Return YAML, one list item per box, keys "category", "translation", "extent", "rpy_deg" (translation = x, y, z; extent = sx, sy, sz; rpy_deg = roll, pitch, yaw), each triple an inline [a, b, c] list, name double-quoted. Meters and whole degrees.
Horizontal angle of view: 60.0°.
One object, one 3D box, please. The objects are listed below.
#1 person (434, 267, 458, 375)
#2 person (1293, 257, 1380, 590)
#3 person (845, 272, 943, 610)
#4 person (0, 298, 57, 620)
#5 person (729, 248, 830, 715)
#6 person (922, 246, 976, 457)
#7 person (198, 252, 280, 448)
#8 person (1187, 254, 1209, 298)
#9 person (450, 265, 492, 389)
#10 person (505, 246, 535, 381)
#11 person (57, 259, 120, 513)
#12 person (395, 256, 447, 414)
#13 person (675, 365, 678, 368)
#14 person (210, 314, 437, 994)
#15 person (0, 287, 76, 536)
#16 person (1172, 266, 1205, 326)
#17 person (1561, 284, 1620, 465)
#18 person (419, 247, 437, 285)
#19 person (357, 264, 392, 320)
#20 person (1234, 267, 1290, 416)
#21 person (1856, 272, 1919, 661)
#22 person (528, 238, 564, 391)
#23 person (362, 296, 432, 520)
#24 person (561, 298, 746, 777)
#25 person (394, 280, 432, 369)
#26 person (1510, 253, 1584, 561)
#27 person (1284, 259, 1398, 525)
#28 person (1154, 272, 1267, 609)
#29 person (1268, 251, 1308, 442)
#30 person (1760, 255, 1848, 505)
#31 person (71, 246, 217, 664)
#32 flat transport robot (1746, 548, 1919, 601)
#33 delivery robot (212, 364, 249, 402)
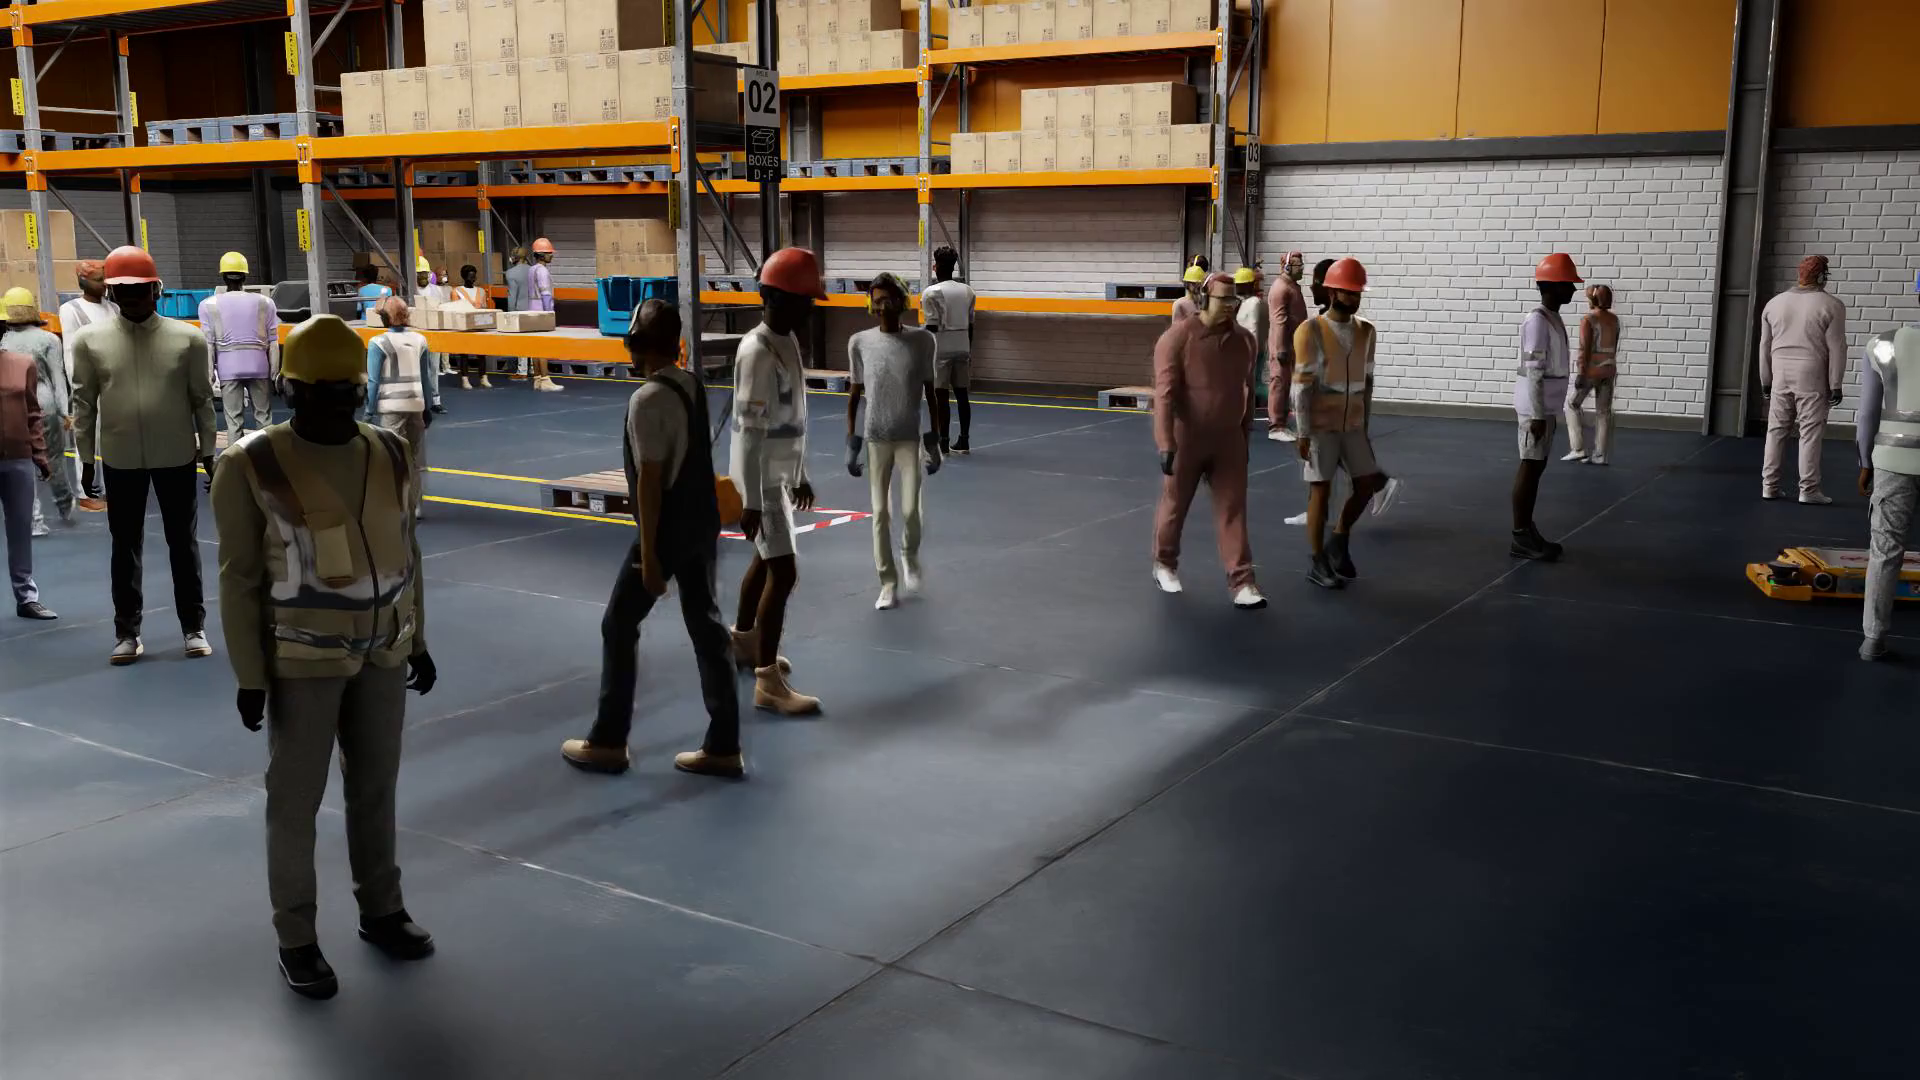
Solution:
- category: "person"
  translation: [-7.787, -3.285, 24.992]
  extent: [0.282, 1.626, 0.491]
  rpy_deg: [4, 11, 23]
- category: "person"
  translation: [2.182, -0.664, 9.634]
  extent: [0.552, 1.921, 0.405]
  rpy_deg: [-3, 11, -17]
- category: "person"
  translation: [-0.372, -0.549, 9.193]
  extent: [0.542, 1.853, 0.440]
  rpy_deg: [1, 10, 4]
- category: "person"
  translation: [-5.034, -0.418, 8.706]
  extent: [0.316, 1.769, 0.523]
  rpy_deg: [7, 12, 32]
- category: "person"
  translation: [-0.839, -0.272, 7.325]
  extent: [0.585, 1.990, 0.815]
  rpy_deg: [1, 10, 4]
- category: "person"
  translation: [-0.120, -1.763, 15.602]
  extent: [0.608, 1.966, 0.374]
  rpy_deg: [-8, 13, -39]
- category: "person"
  translation: [-5.784, -1.345, 13.397]
  extent: [0.587, 1.928, 0.382]
  rpy_deg: [-6, 12, -30]
- category: "person"
  translation: [2.511, -2.092, 17.698]
  extent: [0.316, 1.870, 0.532]
  rpy_deg: [4, 11, 21]
- category: "person"
  translation: [-6.654, -2.894, 22.650]
  extent: [0.534, 1.694, 0.329]
  rpy_deg: [-10, 14, -43]
- category: "person"
  translation: [-6.315, -3.264, 23.995]
  extent: [0.362, 1.939, 0.636]
  rpy_deg: [5, 11, 25]
- category: "person"
  translation: [-6.453, -1.154, 12.459]
  extent: [0.337, 1.882, 0.584]
  rpy_deg: [2, 10, 11]
- category: "person"
  translation: [-6.219, -2.360, 19.286]
  extent: [0.404, 1.830, 0.602]
  rpy_deg: [9, 14, 42]
- category: "person"
  translation: [-2.894, -1.816, 16.820]
  extent: [0.498, 1.633, 0.280]
  rpy_deg: [-2, 10, -11]
- category: "person"
  translation: [-1.703, 0.300, 4.554]
  extent: [0.403, 1.827, 0.600]
  rpy_deg: [8, 13, 37]
- category: "person"
  translation: [-6.459, -0.902, 11.580]
  extent: [0.499, 1.681, 0.918]
  rpy_deg: [-4, 11, -20]
- category: "person"
  translation: [2.328, -1.859, 16.696]
  extent: [0.535, 1.766, 0.317]
  rpy_deg: [-10, 14, -44]
- category: "person"
  translation: [5.678, -1.489, 15.013]
  extent: [0.541, 1.622, 0.495]
  rpy_deg: [-6, 12, -29]
- category: "person"
  translation: [-7.826, -3.277, 24.075]
  extent: [0.547, 1.938, 0.379]
  rpy_deg: [-4, 11, -21]
- category: "person"
  translation: [-8.077, -2.967, 23.023]
  extent: [0.575, 1.690, 0.407]
  rpy_deg: [0, 10, -2]
- category: "person"
  translation: [3.129, -1.993, 17.500]
  extent: [0.622, 1.738, 0.546]
  rpy_deg: [-1, 10, -4]
- category: "person"
  translation: [4.573, -0.360, 7.882]
  extent: [0.605, 1.948, 0.384]
  rpy_deg: [8, 13, 36]
- category: "person"
  translation: [-5.587, -3.018, 22.346]
  extent: [0.386, 2.045, 0.605]
  rpy_deg: [-6, 12, -29]
- category: "person"
  translation: [-4.019, -0.920, 11.861]
  extent: [0.385, 1.633, 0.533]
  rpy_deg: [5, 11, 27]
- category: "person"
  translation: [-1.179, -0.004, 6.308]
  extent: [0.865, 1.796, 0.519]
  rpy_deg: [4, 11, 21]
- category: "person"
  translation: [-5.668, -1.860, 17.089]
  extent: [0.538, 1.623, 0.383]
  rpy_deg: [-9, 13, -40]
- category: "person"
  translation: [3.728, -0.845, 10.594]
  extent: [0.373, 1.939, 0.545]
  rpy_deg: [6, 12, 29]
- category: "person"
  translation: [2.708, -1.029, 11.733]
  extent: [0.677, 1.897, 0.599]
  rpy_deg: [3, 11, 16]
- category: "person"
  translation: [1.374, -0.560, 9.271]
  extent: [0.676, 1.849, 1.028]
  rpy_deg: [-3, 11, -17]
- category: "person"
  translation: [3.326, -1.957, 16.843]
  extent: [0.400, 1.910, 0.643]
  rpy_deg: [4, 11, 21]
- category: "person"
  translation: [6.498, -1.228, 12.809]
  extent: [0.401, 1.906, 0.649]
  rpy_deg: [-7, 12, -34]
- category: "person"
  translation: [-3.901, -0.404, 7.993]
  extent: [0.625, 1.992, 0.389]
  rpy_deg: [-5, 11, -24]
- category: "flat transport robot"
  translation: [5.277, 0.209, 9.377]
  extent: [1.431, 0.197, 0.652]
  rpy_deg: [3, 11, 14]
- category: "delivery robot"
  translation: [-8.764, -1.839, 19.679]
  extent: [0.707, 0.478, 0.477]
  rpy_deg: [-4, 11, -20]
